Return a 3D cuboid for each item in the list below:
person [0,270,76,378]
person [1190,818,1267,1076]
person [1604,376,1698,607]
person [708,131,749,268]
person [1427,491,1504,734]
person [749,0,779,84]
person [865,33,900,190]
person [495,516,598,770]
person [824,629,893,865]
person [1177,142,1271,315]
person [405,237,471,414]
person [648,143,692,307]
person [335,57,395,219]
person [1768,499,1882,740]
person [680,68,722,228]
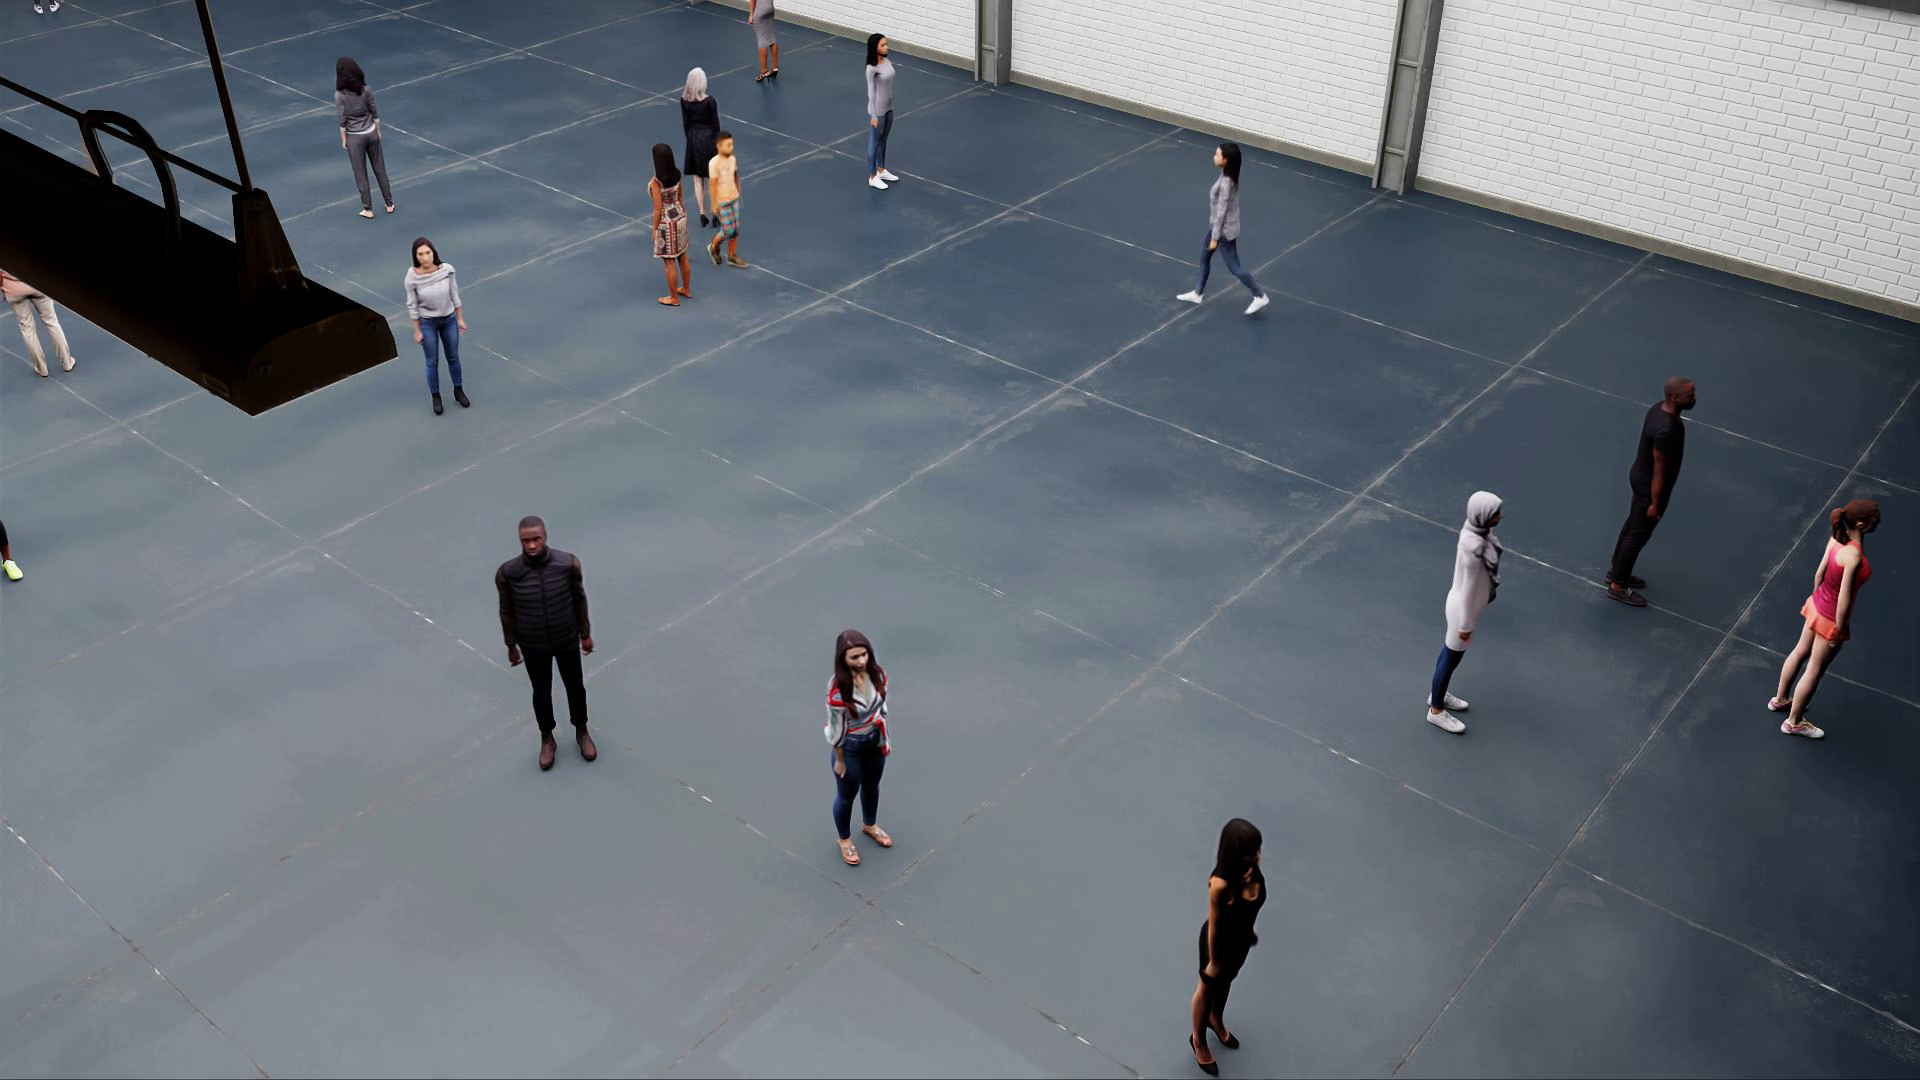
[{"bbox_3d":[-8.484,-2.304,15.079,0.664,1.724,0.638,-17,37,-24],"label":"person"},{"bbox_3d":[1.367,2.064,8.575,0.489,1.650,0.569,28,43,35],"label":"person"},{"bbox_3d":[5.023,-0.381,12.101,0.689,1.819,0.737,10,35,15],"label":"person"},{"bbox_3d":[-2.461,-3.501,17.128,0.638,1.450,0.559,22,39,29],"label":"person"},{"bbox_3d":[3.300,0.450,10.891,0.625,1.774,0.671,13,36,19],"label":"person"},{"bbox_3d":[-2.609,-6.990,22.077,0.501,1.781,0.574,25,41,32],"label":"person"},{"bbox_3d":[-0.924,-4.917,19.000,0.608,1.736,0.654,15,36,21],"label":"person"},{"bbox_3d":[-2.605,0.631,10.563,0.779,1.836,0.777,-10,35,-15],"label":"person"},{"bbox_3d":[-0.608,1.208,9.895,0.623,1.614,0.568,-25,41,-32],"label":"person"},{"bbox_3d":[2.657,-2.990,16.138,1.246,1.694,0.951,8,34,12],"label":"person"},{"bbox_3d":[-4.574,-1.892,14.543,0.664,1.631,0.615,-19,38,-26],"label":"person"},{"bbox_3d":[-2.854,-3.117,16.373,0.600,1.645,0.692,16,37,23],"label":"person"},{"bbox_3d":[-6.543,-4.407,18.207,0.632,1.765,0.578,-23,40,-31],"label":"person"},{"bbox_3d":[5.663,0.486,10.855,0.710,1.754,0.669,3,34,4],"label":"person"},{"bbox_3d":[-2.768,-4.237,17.967,0.634,1.747,0.745,9,35,13],"label":"person"}]
